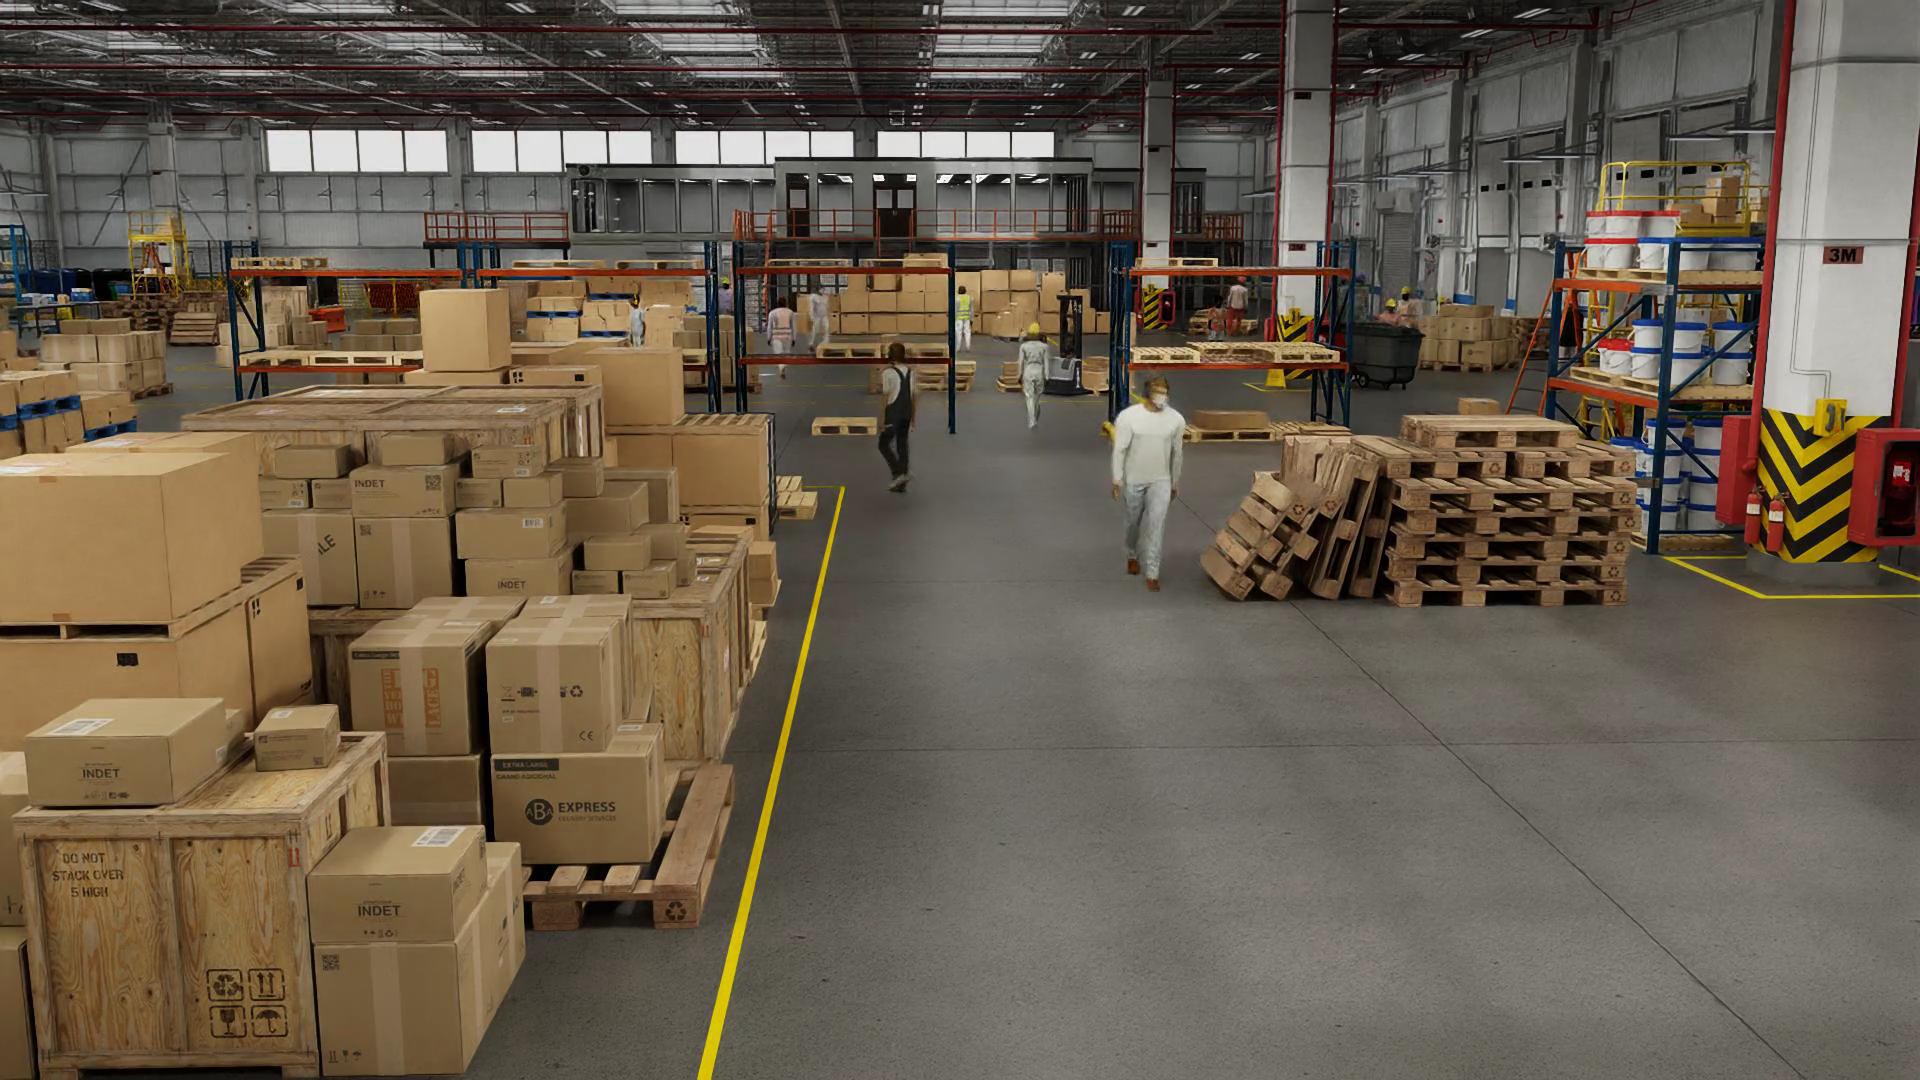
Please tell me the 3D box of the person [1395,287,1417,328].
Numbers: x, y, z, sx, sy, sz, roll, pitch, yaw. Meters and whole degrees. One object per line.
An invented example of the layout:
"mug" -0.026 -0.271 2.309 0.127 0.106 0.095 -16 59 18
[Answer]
"person" 11.541 -5.611 43.057 1.010 1.876 0.591 -6 12 -32

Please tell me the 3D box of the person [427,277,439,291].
"person" -15.224 -6.656 48.438 0.613 2.027 0.741 -1 10 -4

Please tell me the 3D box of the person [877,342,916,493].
"person" -0.774 -1.470 20.088 0.552 1.830 0.400 -9 14 -41

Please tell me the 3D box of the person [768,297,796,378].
"person" -3.941 -4.484 36.908 0.636 1.819 0.675 -4 11 -20

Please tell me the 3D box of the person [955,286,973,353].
"person" 0.042 -6.030 45.554 0.651 1.829 0.509 -5 11 -25

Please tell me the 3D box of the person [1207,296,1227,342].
"person" 6.413 -5.237 41.450 0.529 1.697 0.321 -3 11 -18

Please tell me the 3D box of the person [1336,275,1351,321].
"person" 13.374 -8.270 57.848 0.552 1.891 1.008 -6 12 -31

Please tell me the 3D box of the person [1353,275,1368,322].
"person" 13.581 -8.034 56.493 0.988 1.901 0.609 4 11 20

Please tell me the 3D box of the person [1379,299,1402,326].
"person" 9.880 -4.692 38.315 0.529 1.732 0.865 -1 10 -4

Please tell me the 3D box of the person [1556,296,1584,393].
"person" 12.249 -3.950 33.496 0.608 1.987 0.403 0 10 1

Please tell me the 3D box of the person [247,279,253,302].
"person" -24.458 -8.166 57.587 0.540 1.754 0.460 8 13 36

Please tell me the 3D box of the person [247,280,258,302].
"person" -19.335 -6.170 45.690 1.004 2.000 0.699 -6 12 -31

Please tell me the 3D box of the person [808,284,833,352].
"person" -3.880 -6.094 45.711 0.650 1.892 1.025 -7 13 -35

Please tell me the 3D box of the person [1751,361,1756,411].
"person" 10.485 -1.733 21.402 0.573 1.887 0.355 4 11 20

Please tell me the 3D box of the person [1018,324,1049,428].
"person" 1.213 -2.692 27.274 0.497 1.700 0.912 -1 10 -4

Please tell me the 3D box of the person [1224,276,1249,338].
"person" 8.775 -7.376 52.682 0.722 1.946 0.546 5 11 27

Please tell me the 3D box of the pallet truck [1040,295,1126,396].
"pallet truck" 2.483 -3.881 33.060 1.885 1.965 0.823 -7 13 -36

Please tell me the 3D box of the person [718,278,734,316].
"person" -7.241 -7.237 52.024 0.619 1.893 0.858 -9 14 -42

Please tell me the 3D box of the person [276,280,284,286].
"person" -20.829 -7.054 51.079 0.602 1.872 0.413 1 10 8

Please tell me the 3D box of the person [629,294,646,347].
"person" -7.209 -4.546 37.139 0.325 1.865 0.516 -9 14 -42

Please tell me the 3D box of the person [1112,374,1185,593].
"person" 1.655 -0.540 14.774 0.654 1.899 0.987 0 10 1
